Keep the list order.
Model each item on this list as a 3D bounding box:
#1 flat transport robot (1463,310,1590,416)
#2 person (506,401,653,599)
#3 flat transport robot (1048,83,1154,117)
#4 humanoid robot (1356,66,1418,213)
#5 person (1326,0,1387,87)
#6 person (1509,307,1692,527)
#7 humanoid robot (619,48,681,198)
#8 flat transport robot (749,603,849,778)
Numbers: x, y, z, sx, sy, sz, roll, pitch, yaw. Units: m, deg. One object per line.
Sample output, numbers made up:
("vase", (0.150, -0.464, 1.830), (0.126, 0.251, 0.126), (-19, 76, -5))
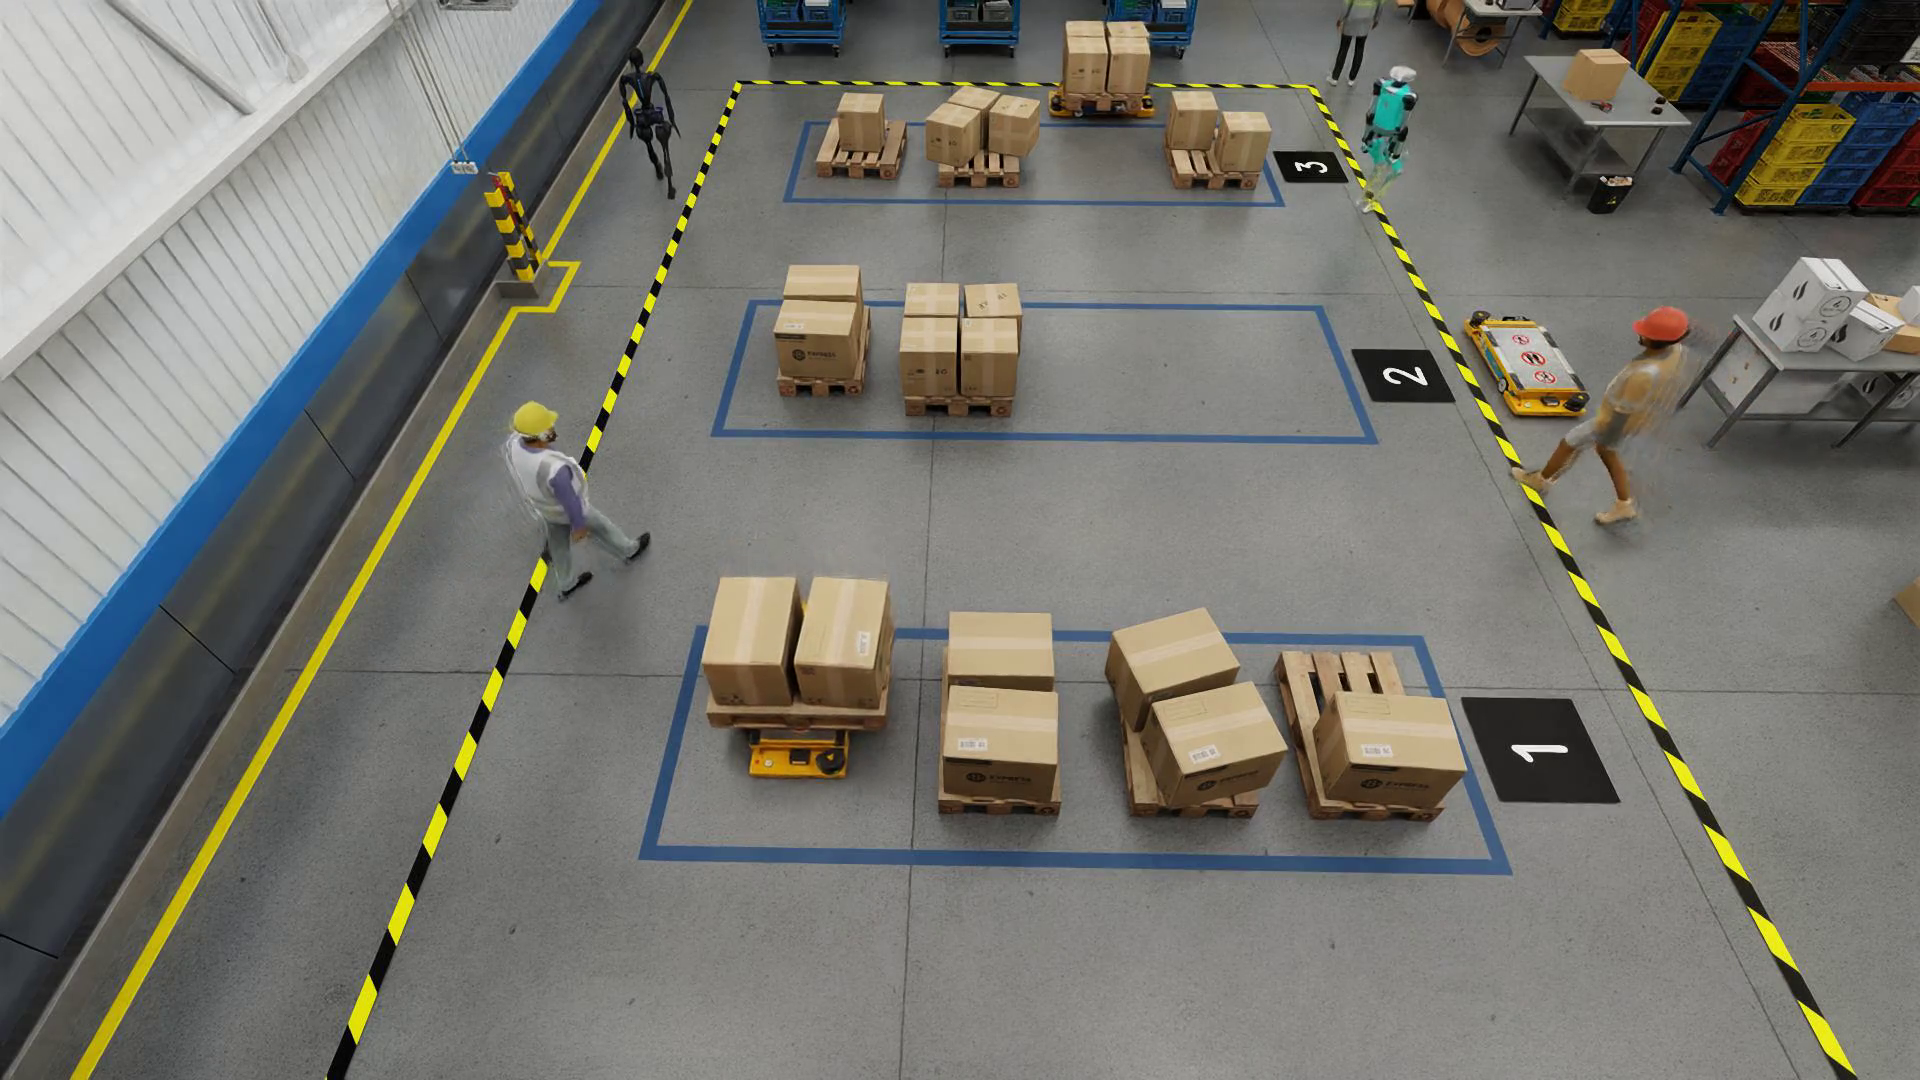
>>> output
("flat transport robot", (5.573, -1.757, 9.054), (0.659, 0.231, 1.431), (1, 49, 1))
("person", (-2.876, -0.343, 6.821), (0.607, 1.792, 0.897), (25, 54, 20))
("flat transport robot", (1.972, -6.203, 12.884), (1.431, 0.197, 0.652), (1, 49, 1))
("humanoid robot", (4.940, -4.543, 10.525), (0.815, 1.811, 0.536), (-27, 54, -21))
("person", (5.609, -7.370, 12.865), (0.597, 1.850, 0.395), (2, 49, 2))
("person", (5.232, -0.935, 7.201), (0.632, 2.003, 0.964), (-30, 56, -24))
("humanoid robot", (-3.688, -5.007, 10.963), (0.605, 1.619, 0.778), (-8, 50, -7))
("flat transport robot", (-1.092, 1.022, 6.630), (0.652, 0.197, 1.431), (1, 49, 1))
